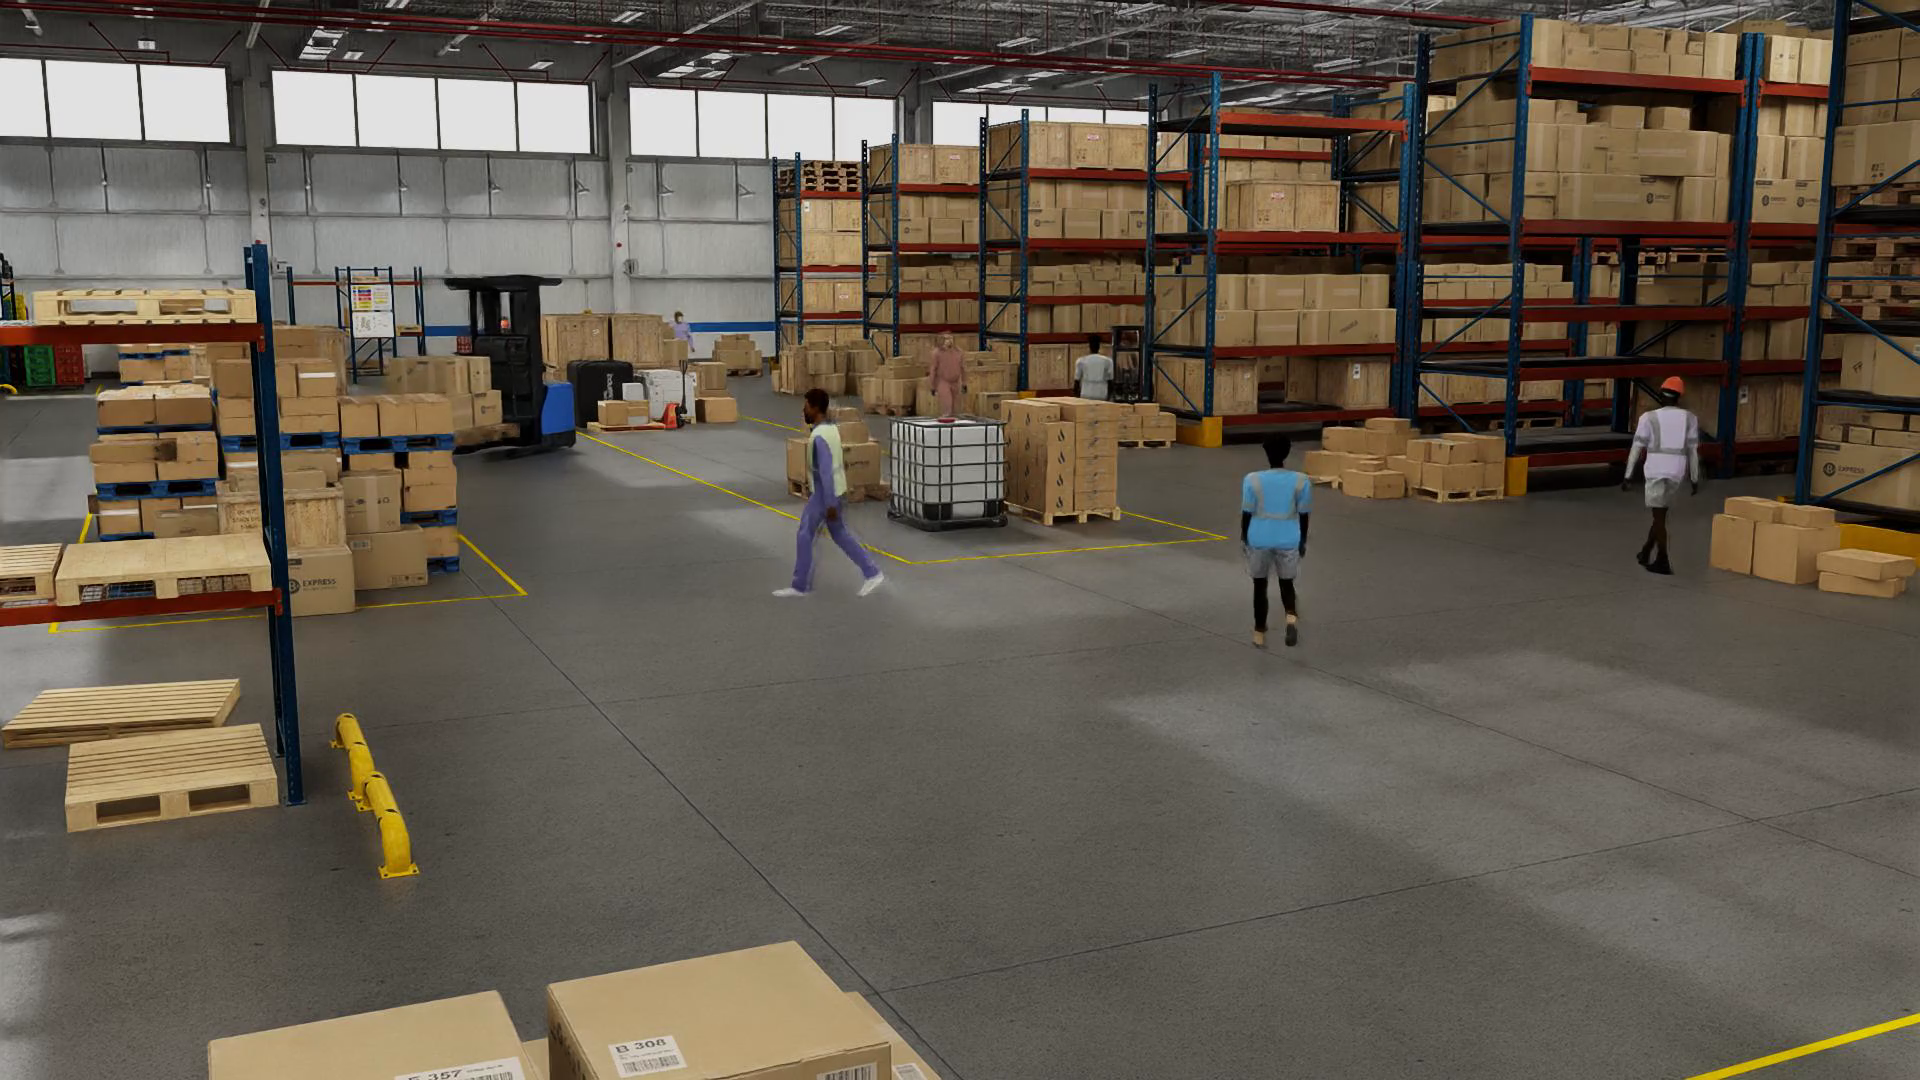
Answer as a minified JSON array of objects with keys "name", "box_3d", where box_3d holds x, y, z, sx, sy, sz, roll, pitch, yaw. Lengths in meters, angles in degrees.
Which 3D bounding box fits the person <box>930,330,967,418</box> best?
[{"name":"person","box_3d":[-0.220,-2.757,29.304,0.644,1.875,0.791,-5,10,-29]}]

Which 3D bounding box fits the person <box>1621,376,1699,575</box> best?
[{"name":"person","box_3d":[6.776,-0.642,16.155,0.654,1.873,0.886,0,9,2]}]

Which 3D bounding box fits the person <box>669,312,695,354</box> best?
[{"name":"person","box_3d":[-7.199,-4.924,42.751,0.650,1.887,1.041,-7,12,-38]}]

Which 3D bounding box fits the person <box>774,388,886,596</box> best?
[{"name":"person","box_3d":[-1.150,-0.412,14.762,0.949,1.884,0.589,1,9,7]}]

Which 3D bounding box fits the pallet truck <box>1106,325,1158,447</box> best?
[{"name":"pallet truck","box_3d":[2.881,-2.596,27.923,0.823,1.965,1.885,-1,9,-7]}]

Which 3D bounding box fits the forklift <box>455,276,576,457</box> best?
[{"name":"forklift","box_3d":[-7.084,-2.807,26.503,1.129,2.768,1.873,3,10,18]}]

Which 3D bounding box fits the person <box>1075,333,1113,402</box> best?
[{"name":"person","box_3d":[2.116,-2.293,26.243,0.609,1.940,0.876,-1,9,-3]}]

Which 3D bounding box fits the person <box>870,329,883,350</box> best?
[{"name":"person","box_3d":[-2.062,-4.807,42.762,0.514,1.637,0.314,1,9,4]}]

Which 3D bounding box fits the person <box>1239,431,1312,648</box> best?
[{"name":"person","box_3d":[2.407,0.018,12.683,0.539,1.687,0.443,0,9,0]}]

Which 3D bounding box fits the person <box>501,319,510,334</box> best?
[{"name":"person","box_3d":[-9.111,-3.438,33.310,0.605,1.937,0.991,-1,9,-5]}]

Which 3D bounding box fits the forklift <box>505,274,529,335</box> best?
[{"name":"forklift","box_3d":[-11.263,-5.375,42.437,1.873,2.768,1.129,-4,10,-25]}]
